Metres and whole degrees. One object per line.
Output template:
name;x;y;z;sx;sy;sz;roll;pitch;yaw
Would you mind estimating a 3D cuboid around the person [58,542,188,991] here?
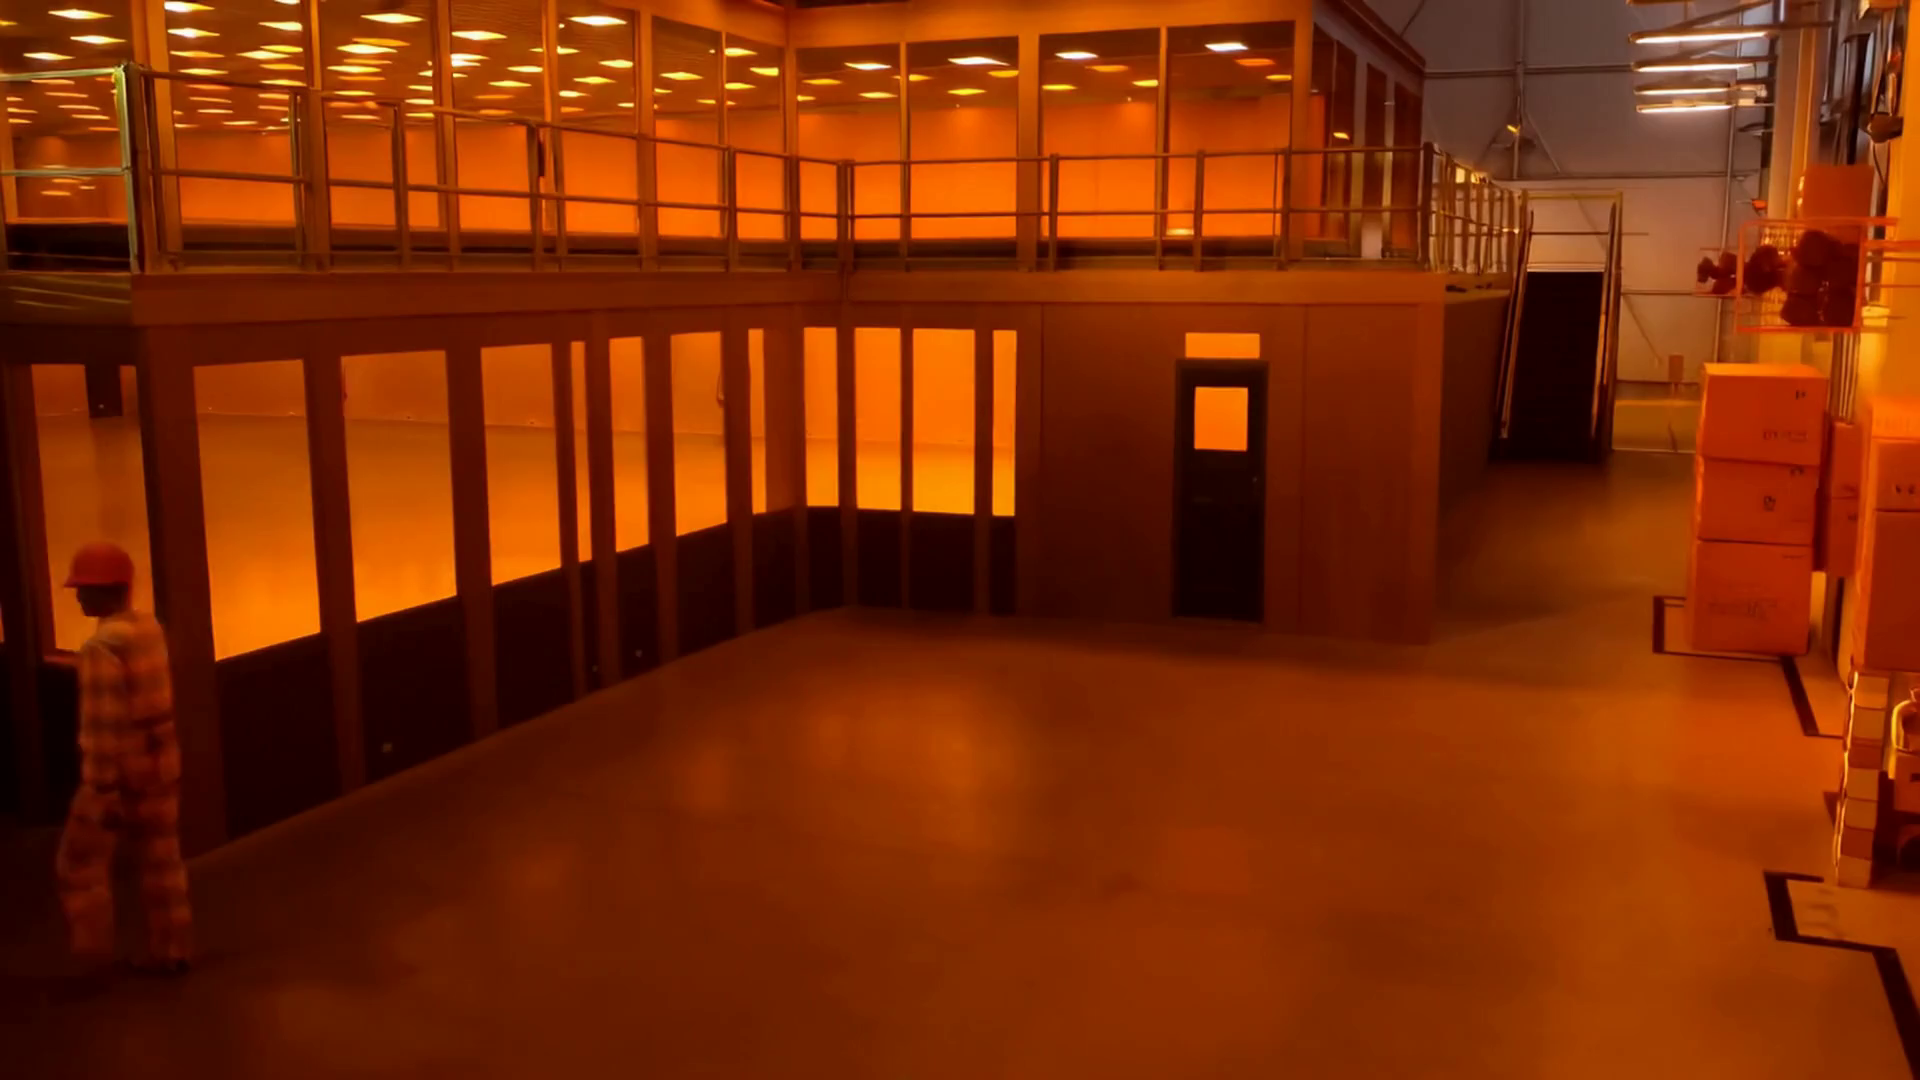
person;-3.543;0.965;7.038;0.452;1.928;0.644;-1;9;-5
